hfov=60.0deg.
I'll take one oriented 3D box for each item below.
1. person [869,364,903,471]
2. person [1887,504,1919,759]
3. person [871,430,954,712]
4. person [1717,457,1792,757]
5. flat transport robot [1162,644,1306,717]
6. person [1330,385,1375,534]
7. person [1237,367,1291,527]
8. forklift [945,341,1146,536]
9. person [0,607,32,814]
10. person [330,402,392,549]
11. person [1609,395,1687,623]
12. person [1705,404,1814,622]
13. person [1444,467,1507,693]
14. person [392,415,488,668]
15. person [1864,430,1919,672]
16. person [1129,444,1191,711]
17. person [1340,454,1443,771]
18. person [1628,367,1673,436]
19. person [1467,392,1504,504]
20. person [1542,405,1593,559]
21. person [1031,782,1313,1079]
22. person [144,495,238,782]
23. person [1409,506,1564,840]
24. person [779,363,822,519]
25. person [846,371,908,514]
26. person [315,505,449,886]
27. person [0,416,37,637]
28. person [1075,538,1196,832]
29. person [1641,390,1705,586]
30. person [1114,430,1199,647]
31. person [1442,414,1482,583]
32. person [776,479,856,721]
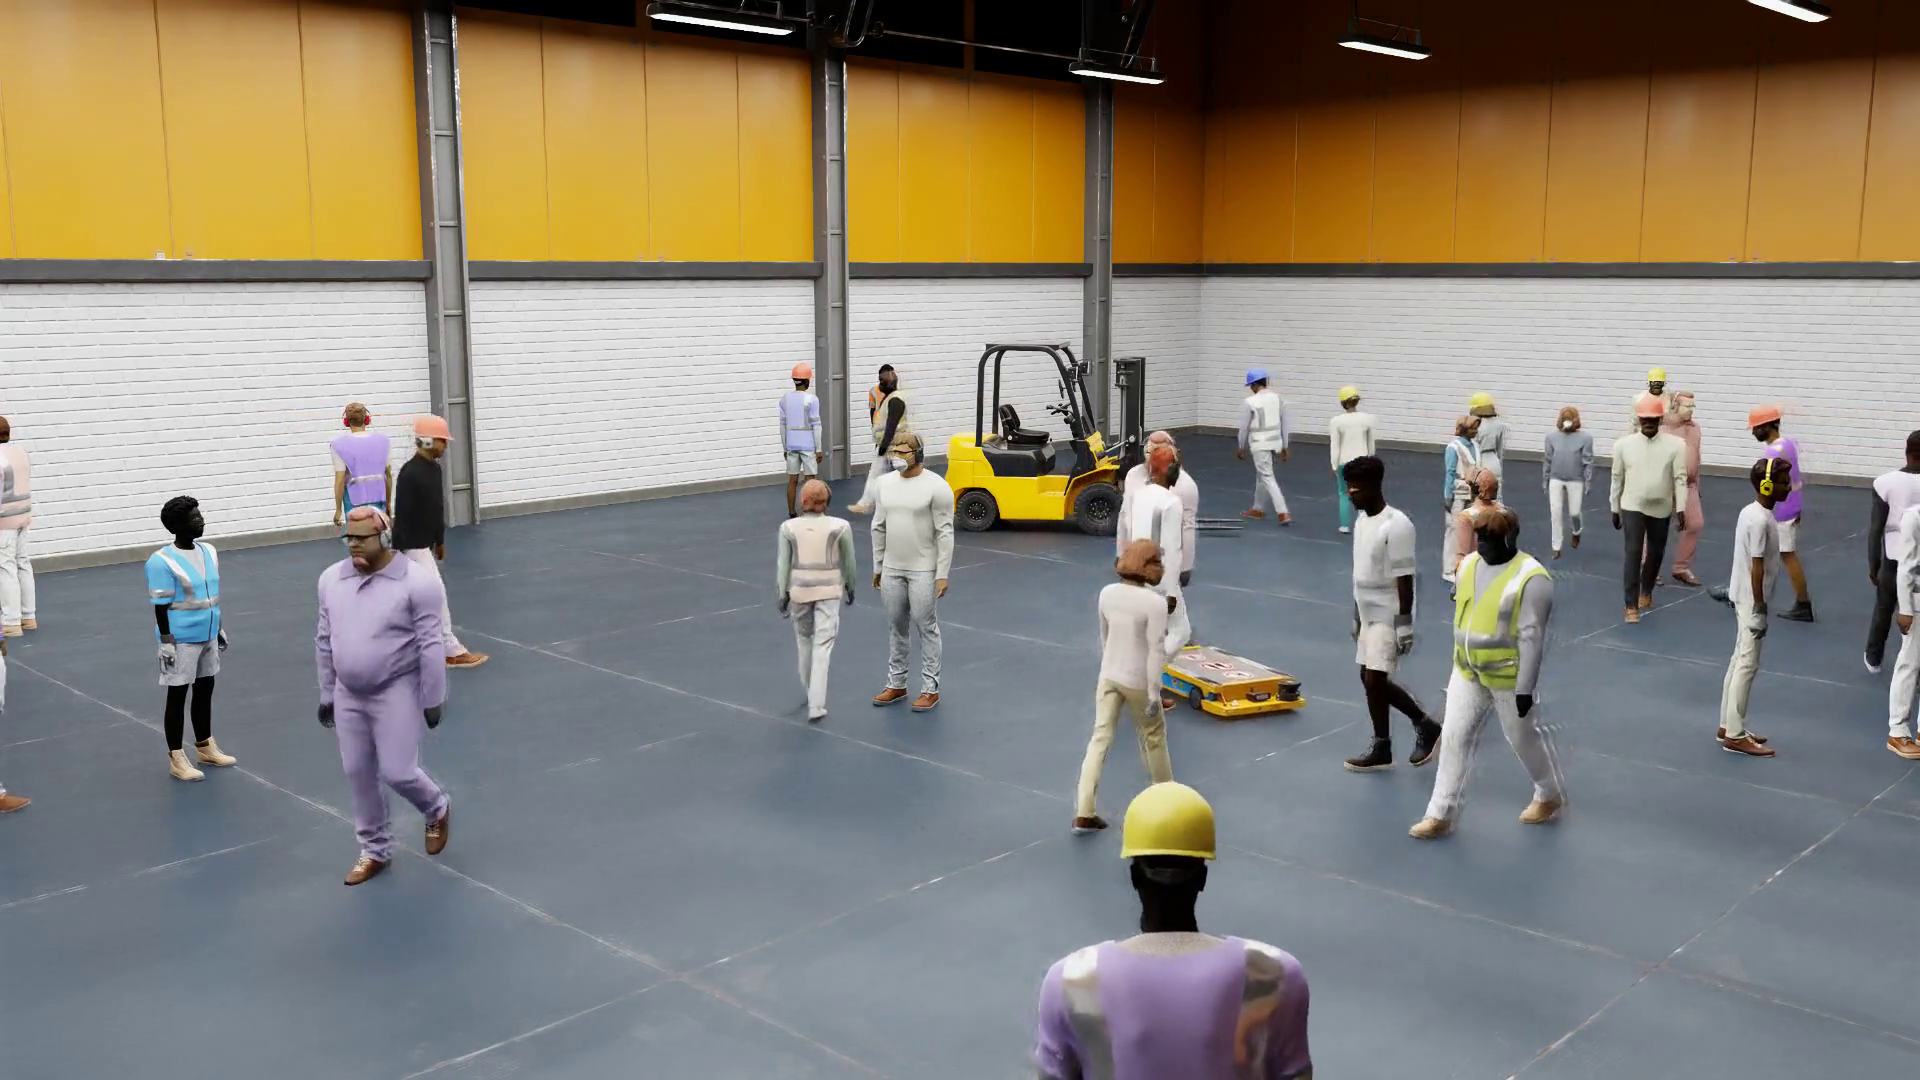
[{"bbox_3d":[-1.035,-1.634,23.518,0.532,1.694,0.320,3,10,18],"label":"person"},{"bbox_3d":[6.076,0.416,10.348,0.572,1.886,0.354,-3,10,-16],"label":"person"},{"bbox_3d":[-0.342,0.208,11.457,0.635,1.938,0.359,6,11,31],"label":"person"},{"bbox_3d":[5.006,0.408,10.454,0.319,1.868,0.521,3,10,20],"label":"person"},{"bbox_3d":[1.778,0.974,11.864,0.652,0.197,1.431,-4,10,-24],"label":"flat transport robot"},{"bbox_3d":[4.435,-0.882,18.767,0.528,1.729,0.809,1,9,3],"label":"person"},{"bbox_3d":[3.662,-1.104,19.745,0.614,1.886,0.966,-7,11,-36],"label":"person"},{"bbox_3d":[0.977,-1.223,19.452,2.313,2.155,1.214,2,9,11],"label":"forklift"},{"bbox_3d":[-5.599,0.597,9.173,0.697,1.912,0.675,0,9,-1],"label":"person"},{"bbox_3d":[-5.352,-0.312,14.943,0.394,1.841,0.564,8,12,41],"label":"person"},{"bbox_3d":[6.007,-0.302,14.550,0.608,1.959,0.971,3,10,16],"label":"person"},{"bbox_3d":[7.004,-0.241,14.450,0.974,1.860,0.616,7,11,36],"label":"person"},{"bbox_3d":[3.681,0.302,11.803,0.511,1.641,0.308,-7,12,-37],"label":"person"},{"bbox_3d":[-4.177,0.020,12.650,1.023,1.941,0.665,0,9,1],"label":"person"},{"bbox_3d":[6.954,0.126,12.198,0.579,1.868,0.938,4,10,23],"label":"person"},{"bbox_3d":[1.346,0.277,11.276,0.416,1.865,0.576,-5,11,-29],"label":"person"},{"bbox_3d":[2.554,0.458,9.987,0.605,1.922,0.658,-2,9,-9],"label":"person"},{"bbox_3d":[8.659,-1.252,20.774,0.593,1.824,0.403,2,9,10],"label":"person"},{"bbox_3d":[5.630,-0.742,17.986,0.541,1.698,0.756,-3,10,-15],"label":"person"},{"bbox_3d":[6.403,-0.620,17.525,0.504,1.619,0.553,5,11,30],"label":"person"},{"bbox_3d":[0.510,1.503,3.656,0.780,1.898,0.576,2,9,10],"label":"person"},{"bbox_3d":[-4.594,0.576,9.937,0.317,1.700,0.538,2,10,14],"label":"person"},{"bbox_3d":[2.909,0.699,8.923,0.978,1.794,0.633,-5,11,-30],"label":"person"},{"bbox_3d":[-1.843,-1.098,19.472,0.543,1.939,0.360,5,10,26],"label":"person"},{"bbox_3d":[-0.871,-1.187,20.498,0.993,1.793,0.624,-3,10,-18],"label":"person"},{"bbox_3d":[-2.871,0.752,8.289,0.649,1.893,0.518,2,10,14],"label":"person"},{"bbox_3d":[-7.932,-0.121,13.774,0.429,1.842,0.637,-1,9,-4],"label":"person"},{"bbox_3d":[0.931,0.787,9.043,0.516,1.592,0.854,9,13,44],"label":"person"},{"bbox_3d":[6.842,-0.479,15.828,0.664,1.885,0.650,-4,10,-21],"label":"person"},{"bbox_3d":[1.476,0.108,12.301,0.773,1.870,0.675,-8,12,-40],"label":"person"},{"bbox_3d":[4.877,-0.405,16.157,0.536,1.633,0.319,-8,12,-40],"label":"person"},{"bbox_3d":[-0.964,0.382,11.413,0.511,1.598,0.831,2,9,10],"label":"person"}]
